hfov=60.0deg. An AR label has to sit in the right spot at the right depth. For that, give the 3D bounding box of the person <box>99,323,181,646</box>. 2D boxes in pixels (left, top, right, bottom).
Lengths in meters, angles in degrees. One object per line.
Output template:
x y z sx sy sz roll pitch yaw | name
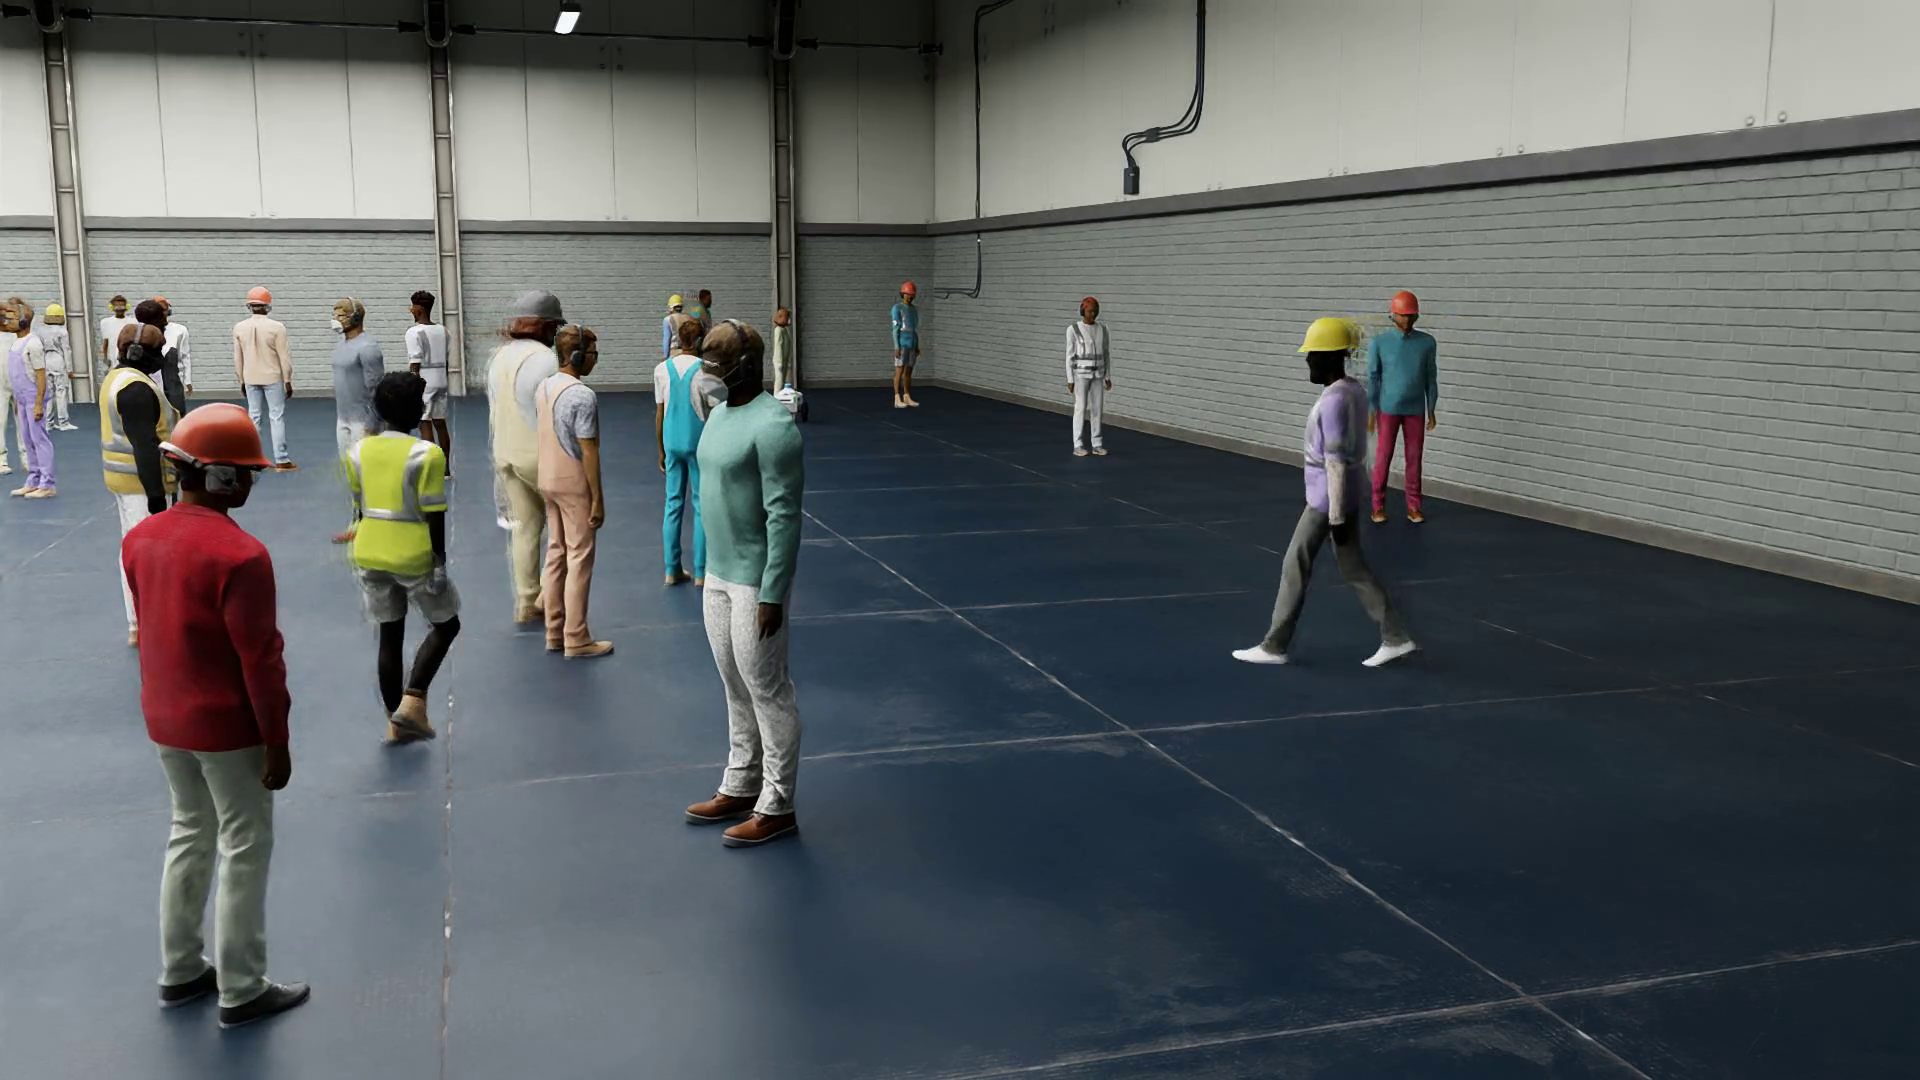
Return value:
-4.540 -0.288 9.302 0.430 1.838 0.619 -6 11 -36 | person

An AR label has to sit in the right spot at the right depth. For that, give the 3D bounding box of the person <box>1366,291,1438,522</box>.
3.765 -1.124 14.188 0.616 1.982 0.406 -1 9 -4 | person

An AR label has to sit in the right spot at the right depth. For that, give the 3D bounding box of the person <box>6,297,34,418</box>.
-14.035 -2.711 24.837 0.434 1.812 0.567 2 9 13 | person

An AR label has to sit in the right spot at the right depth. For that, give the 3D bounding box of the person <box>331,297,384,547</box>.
-4.685 -0.909 12.931 0.369 1.939 0.631 -9 12 -43 | person

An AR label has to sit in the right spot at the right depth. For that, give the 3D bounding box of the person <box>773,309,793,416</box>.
-2.675 -2.658 25.056 0.282 1.633 0.501 0 9 3 | person

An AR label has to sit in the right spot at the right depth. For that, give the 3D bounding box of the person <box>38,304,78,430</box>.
-12.448 -2.376 22.944 0.486 1.736 0.316 2 9 15 | person

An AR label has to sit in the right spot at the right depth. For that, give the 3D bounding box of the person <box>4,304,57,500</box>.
-8.817 -1.305 15.750 0.505 1.847 0.349 8 12 40 | person

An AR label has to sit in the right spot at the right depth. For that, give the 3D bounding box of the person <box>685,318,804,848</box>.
-0.793 0.155 6.150 0.372 1.938 0.627 -6 10 -32 | person

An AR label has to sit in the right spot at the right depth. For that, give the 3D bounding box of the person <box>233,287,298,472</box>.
-7.493 -1.723 17.935 0.612 1.997 0.375 1 9 5 | person

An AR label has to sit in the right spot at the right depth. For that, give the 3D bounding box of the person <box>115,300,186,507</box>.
-6.274 -0.903 12.957 0.596 1.917 0.381 3 9 20 | person

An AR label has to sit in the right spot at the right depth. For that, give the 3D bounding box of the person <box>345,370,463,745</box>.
-2.463 0.089 7.381 0.534 1.684 0.364 3 9 19 | person

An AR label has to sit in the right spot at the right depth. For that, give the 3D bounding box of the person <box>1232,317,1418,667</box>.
1.988 -0.241 8.842 0.938 1.889 0.597 4 10 26 | person

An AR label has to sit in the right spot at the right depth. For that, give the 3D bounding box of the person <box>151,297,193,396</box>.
-8.956 -1.790 18.728 0.577 1.883 0.353 -7 11 -37 | person

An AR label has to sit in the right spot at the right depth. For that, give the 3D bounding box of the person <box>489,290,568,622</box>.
-2.514 -0.507 10.042 0.689 2.000 0.537 7 11 38 | person

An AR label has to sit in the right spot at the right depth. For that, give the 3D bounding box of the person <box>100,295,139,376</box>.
-11.569 -2.448 22.994 0.509 1.863 0.325 -5 10 -27 | person

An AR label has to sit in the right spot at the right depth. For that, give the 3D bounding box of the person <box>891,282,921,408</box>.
-0.848 -3.160 26.971 0.394 2.040 0.609 7 11 37 | person

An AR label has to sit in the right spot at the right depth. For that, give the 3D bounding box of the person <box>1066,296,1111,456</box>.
1.515 -1.921 19.599 0.584 1.878 0.369 -5 10 -28 | person

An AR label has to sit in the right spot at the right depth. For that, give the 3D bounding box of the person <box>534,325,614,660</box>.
-2.115 -0.256 9.114 0.523 1.834 0.361 9 12 44 | person

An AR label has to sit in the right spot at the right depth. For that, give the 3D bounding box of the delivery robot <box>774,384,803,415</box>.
-2.488 -2.019 24.113 0.477 0.478 0.707 0 9 2 | delivery robot

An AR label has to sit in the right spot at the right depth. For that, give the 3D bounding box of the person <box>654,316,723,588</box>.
-1.804 -0.586 11.215 0.516 1.835 0.357 3 9 16 | person

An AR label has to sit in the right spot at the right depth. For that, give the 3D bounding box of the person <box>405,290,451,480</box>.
-5.463 -1.570 17.060 0.367 1.966 0.606 3 9 19 | person

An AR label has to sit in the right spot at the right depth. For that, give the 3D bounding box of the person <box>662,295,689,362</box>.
-4.486 -2.967 26.395 0.404 1.831 0.600 8 12 41 | person

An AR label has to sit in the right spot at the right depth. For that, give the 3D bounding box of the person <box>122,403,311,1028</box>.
-2.064 0.488 4.664 0.574 1.737 0.354 5 10 30 | person

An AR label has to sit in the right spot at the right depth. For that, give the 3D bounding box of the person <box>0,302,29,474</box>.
-10.170 -1.619 17.794 0.339 1.839 0.509 7 11 38 | person
